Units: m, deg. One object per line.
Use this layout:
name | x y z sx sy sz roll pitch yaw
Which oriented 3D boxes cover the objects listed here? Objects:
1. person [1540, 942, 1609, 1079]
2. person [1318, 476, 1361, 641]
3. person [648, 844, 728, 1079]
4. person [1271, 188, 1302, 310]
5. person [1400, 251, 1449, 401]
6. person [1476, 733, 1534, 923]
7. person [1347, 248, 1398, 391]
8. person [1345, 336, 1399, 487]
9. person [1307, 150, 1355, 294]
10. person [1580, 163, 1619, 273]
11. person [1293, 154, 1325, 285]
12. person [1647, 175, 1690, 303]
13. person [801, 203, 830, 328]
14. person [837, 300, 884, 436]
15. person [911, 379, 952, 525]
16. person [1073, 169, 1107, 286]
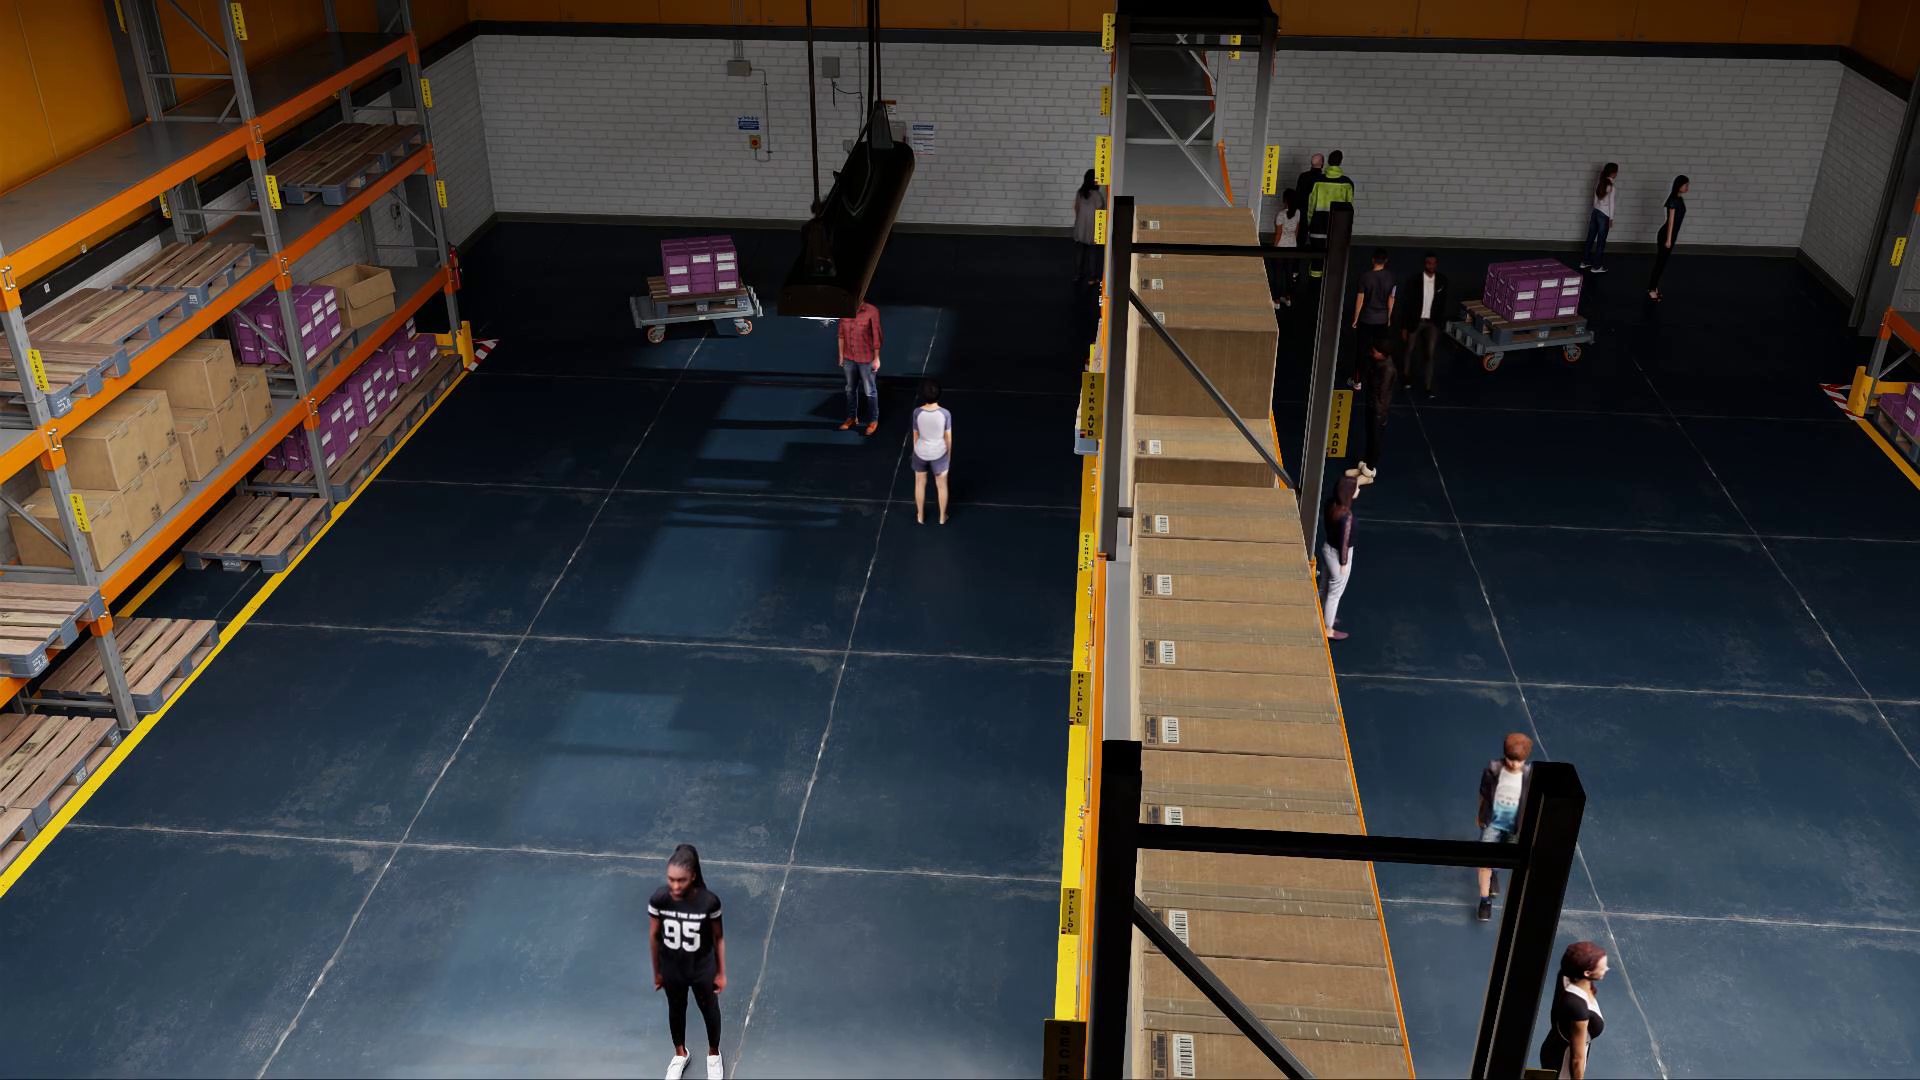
person | 3.451 3.017 9.527 0.641 1.796 0.412 2 29 4
person | 3.404 0.151 14.978 0.700 1.608 0.540 -5 29 -8
person | -1.673 2.639 10.290 0.611 1.728 0.577 1 29 2
person | 4.385 -3.941 22.437 0.655 1.647 0.697 -17 33 -28
person | 5.475 -2.594 19.854 0.734 1.756 1.131 0 29 0
person | 3.880 1.959 11.859 0.608 1.420 0.899 5 29 9
person | 4.954 -2.651 19.951 0.668 1.764 0.607 -3 29 -5
person | 4.469 -1.393 17.752 0.664 1.661 0.603 15 32 26
person | 5.071 -4.380 22.895 0.780 1.980 0.657 5 29 9
person | 9.173 -4.631 23.796 0.677 1.557 0.577 -12 31 -21
person | 4.910 -4.493 23.252 0.759 1.837 0.766 20 34 32
person | 9.667 -4.131 22.694 0.693 1.736 0.571 16 32 26
person | -1.789 -3.663 21.958 0.742 1.619 1.117 0 29 1
person | -1.136 -2.096 18.864 0.758 1.830 0.677 12 31 21
person | -0.296 -0.902 16.956 0.560 1.563 0.517 2 29 4
person | 1.809 -4.413 23.343 0.771 1.608 0.824 24 37 37
